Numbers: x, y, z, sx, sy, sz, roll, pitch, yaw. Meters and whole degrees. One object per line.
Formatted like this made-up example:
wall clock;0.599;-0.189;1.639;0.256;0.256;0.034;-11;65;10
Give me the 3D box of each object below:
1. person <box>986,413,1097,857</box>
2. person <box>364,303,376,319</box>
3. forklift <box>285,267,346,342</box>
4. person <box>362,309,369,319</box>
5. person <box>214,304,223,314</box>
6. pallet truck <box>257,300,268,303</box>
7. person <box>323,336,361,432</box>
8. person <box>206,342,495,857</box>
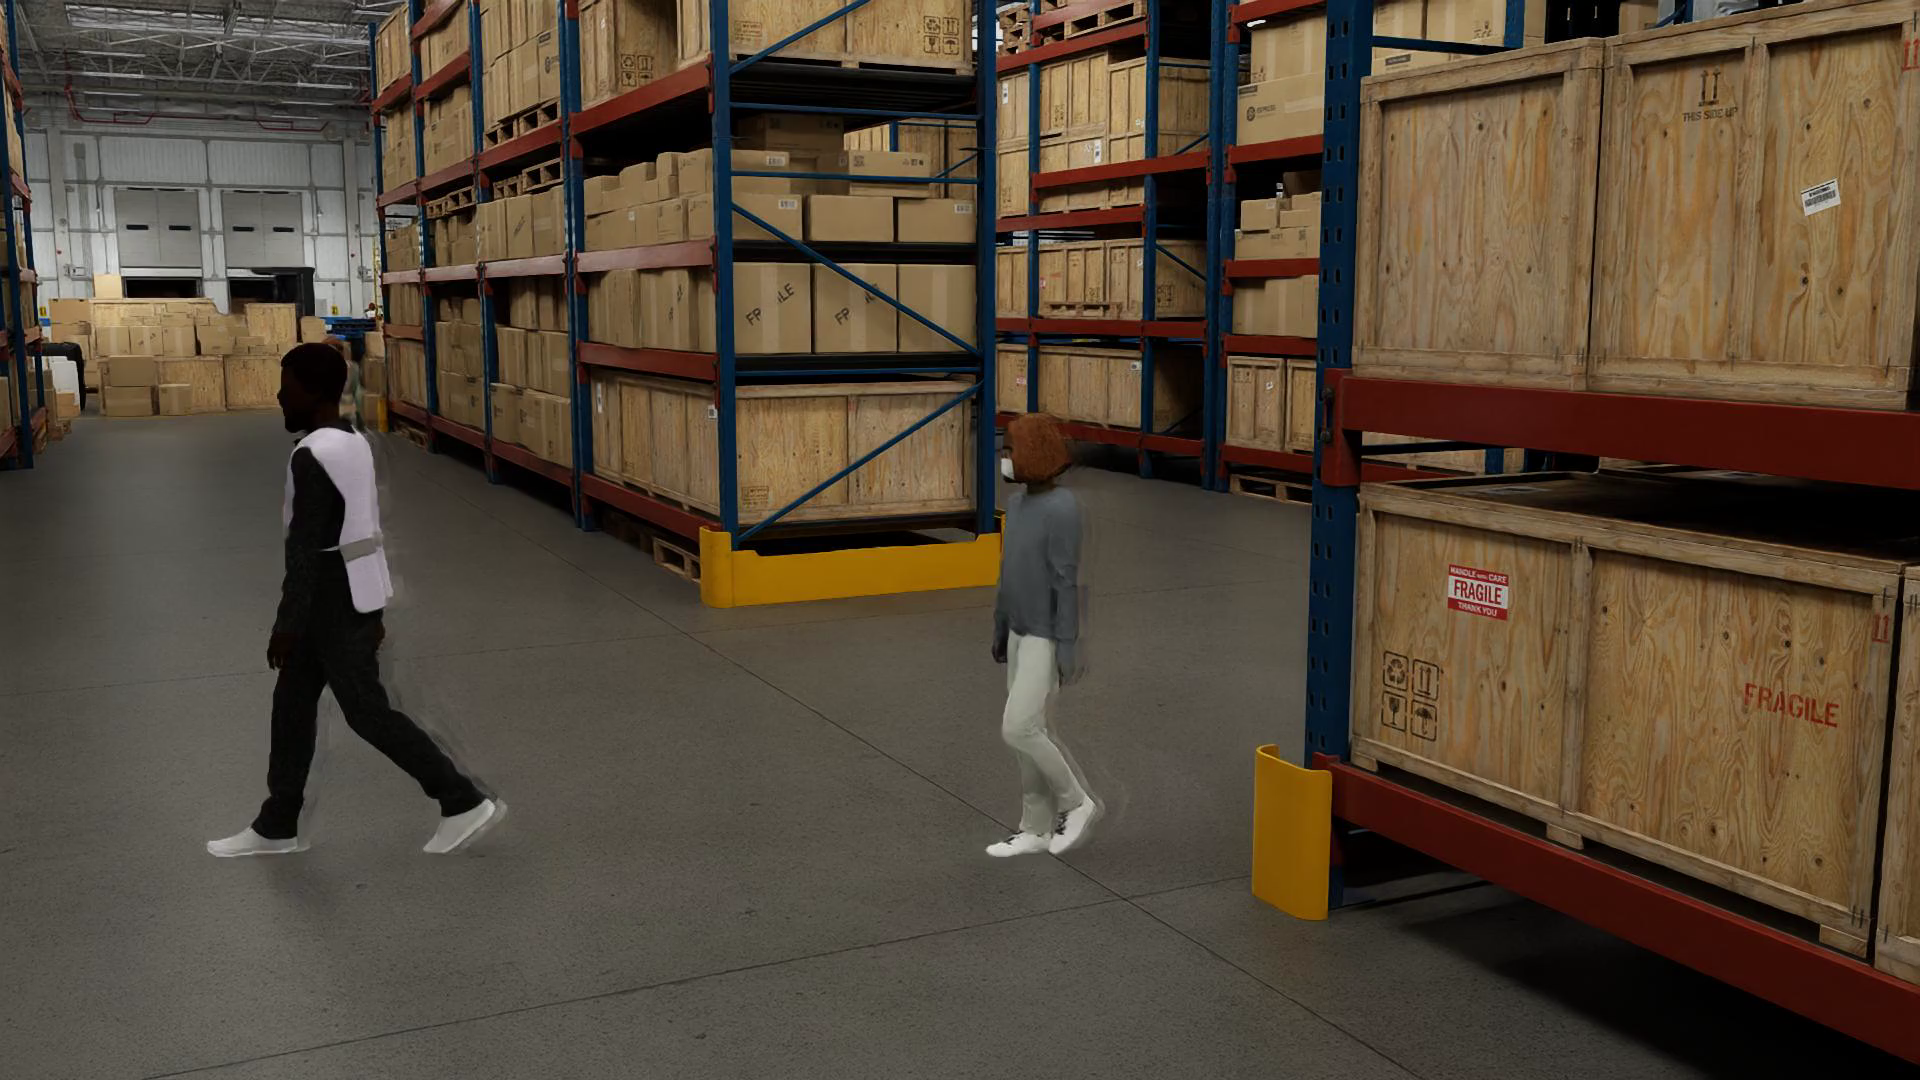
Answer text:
person;0.242;0.359;5.931;0.345;1.620;0.525;-3;9;-22
person;-20.619;-7.385;58.428;0.585;1.882;0.343;-1;8;-4
forklift;-16.872;-5.598;42.692;1.129;2.768;1.873;7;11;39
person;-22.743;-8.044;63.846;0.339;1.633;0.712;2;9;16
person;-22.946;-6.337;51.155;0.634;1.910;0.904;-7;11;-39
pallet truck;-23.913;-7.404;58.171;1.885;1.965;0.823;-1;8;-9
person;-6.498;-1.309;17.377;0.512;1.639;0.311;-8;11;-44
person;-2.204;0.227;5.977;0.982;1.883;0.592;-2;8;-12
